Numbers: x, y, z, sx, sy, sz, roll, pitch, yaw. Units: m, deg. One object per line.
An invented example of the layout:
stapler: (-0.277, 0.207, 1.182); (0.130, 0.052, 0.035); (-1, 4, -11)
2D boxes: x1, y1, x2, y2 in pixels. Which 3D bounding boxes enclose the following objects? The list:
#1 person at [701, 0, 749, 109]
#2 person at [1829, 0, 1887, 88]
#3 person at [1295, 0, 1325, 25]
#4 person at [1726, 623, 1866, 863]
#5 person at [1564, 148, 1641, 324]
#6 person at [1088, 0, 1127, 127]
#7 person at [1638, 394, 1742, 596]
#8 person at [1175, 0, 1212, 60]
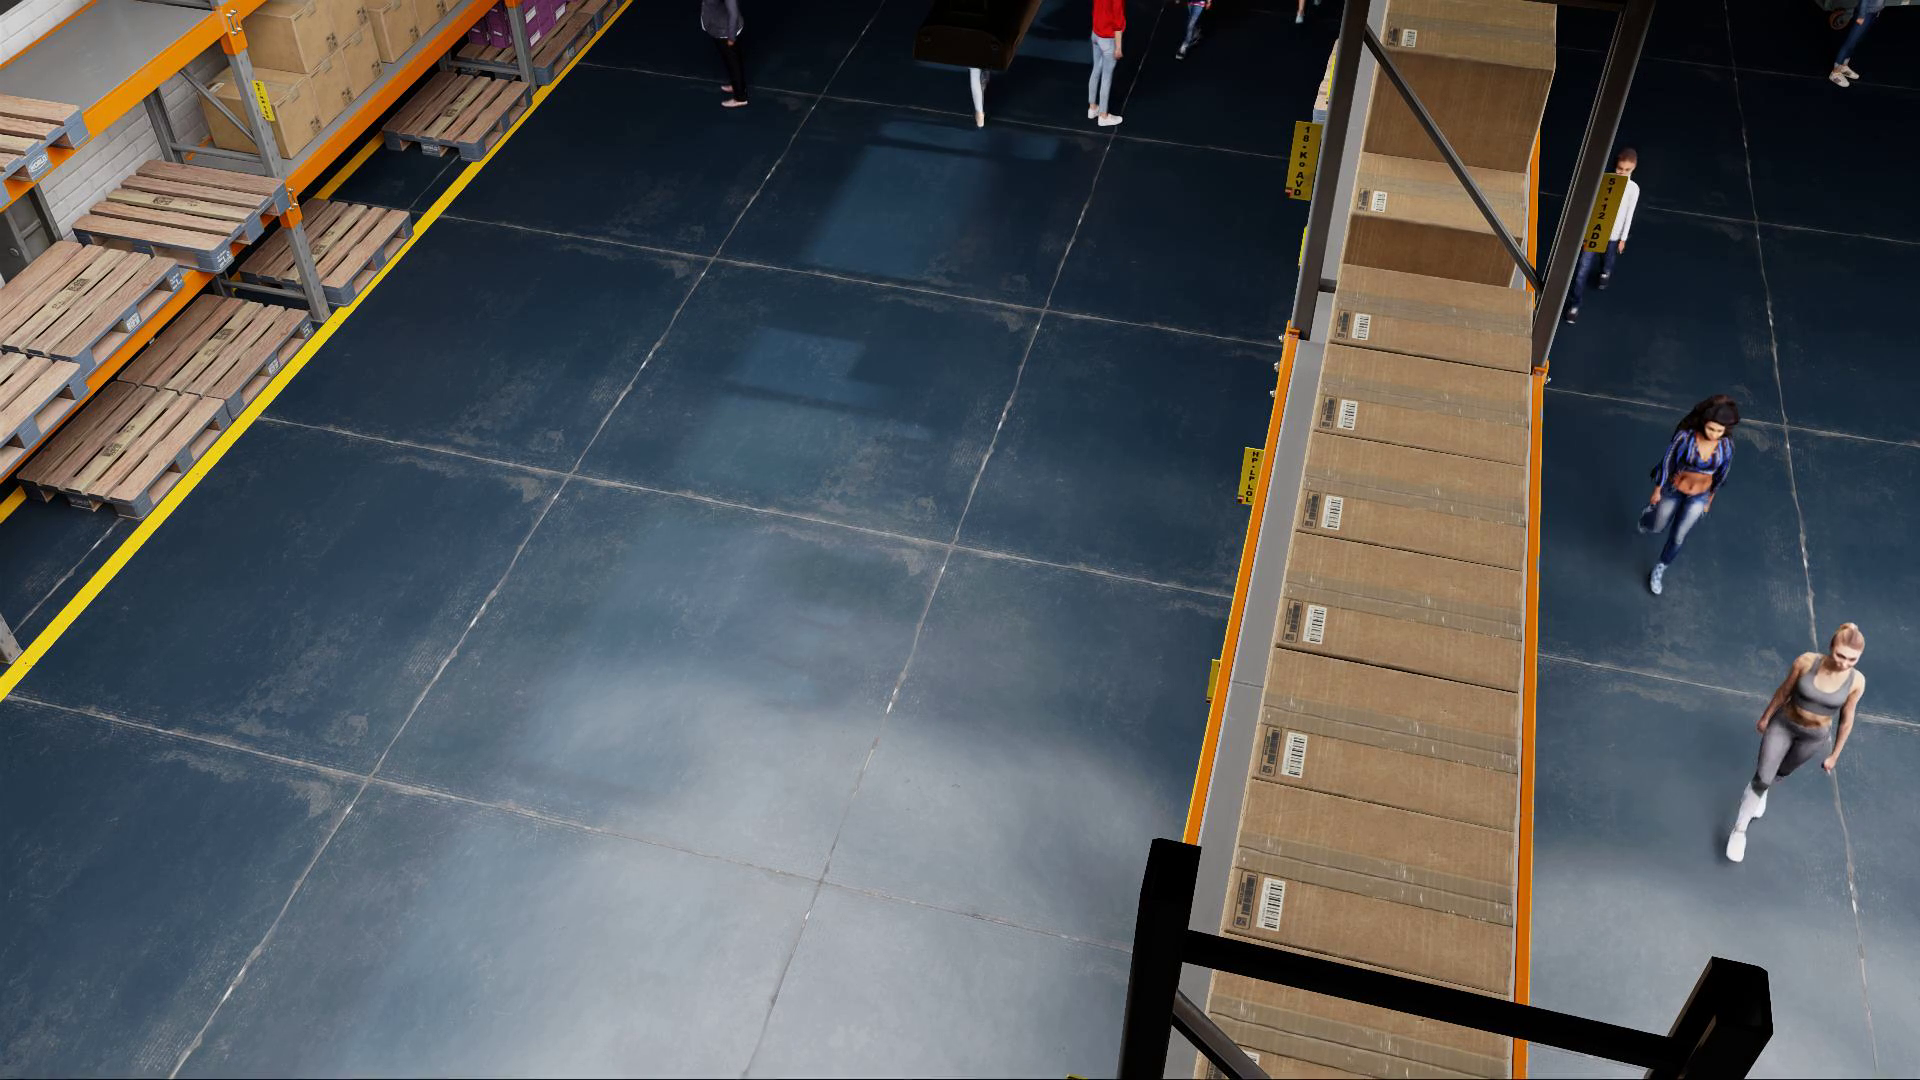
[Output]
person: (-2.251, -4.999, 16.173); (0.814, 1.597, 0.698); (-2, 44, -2)
person: (9.024, -5.279, 16.553); (0.596, 1.477, 0.699); (-34, 53, -31)
person: (3.743, -6.257, 17.400); (0.674, 1.726, 1.214); (15, 46, 16)
person: (4.918, 1.081, 9.733); (0.700, 1.677, 0.995); (19, 47, 18)
person: (5.308, -2.557, 13.653); (0.649, 1.537, 1.008); (20, 47, 20)
person: (1.392, -4.789, 15.873); (0.740, 1.707, 0.665); (-19, 47, -19)
person: (4.908, -0.360, 11.294); (0.629, 1.610, 0.829); (10, 45, 10)
person: (2.452, -5.617, 17.111); (0.732, 1.197, 0.912); (28, 50, 27)
